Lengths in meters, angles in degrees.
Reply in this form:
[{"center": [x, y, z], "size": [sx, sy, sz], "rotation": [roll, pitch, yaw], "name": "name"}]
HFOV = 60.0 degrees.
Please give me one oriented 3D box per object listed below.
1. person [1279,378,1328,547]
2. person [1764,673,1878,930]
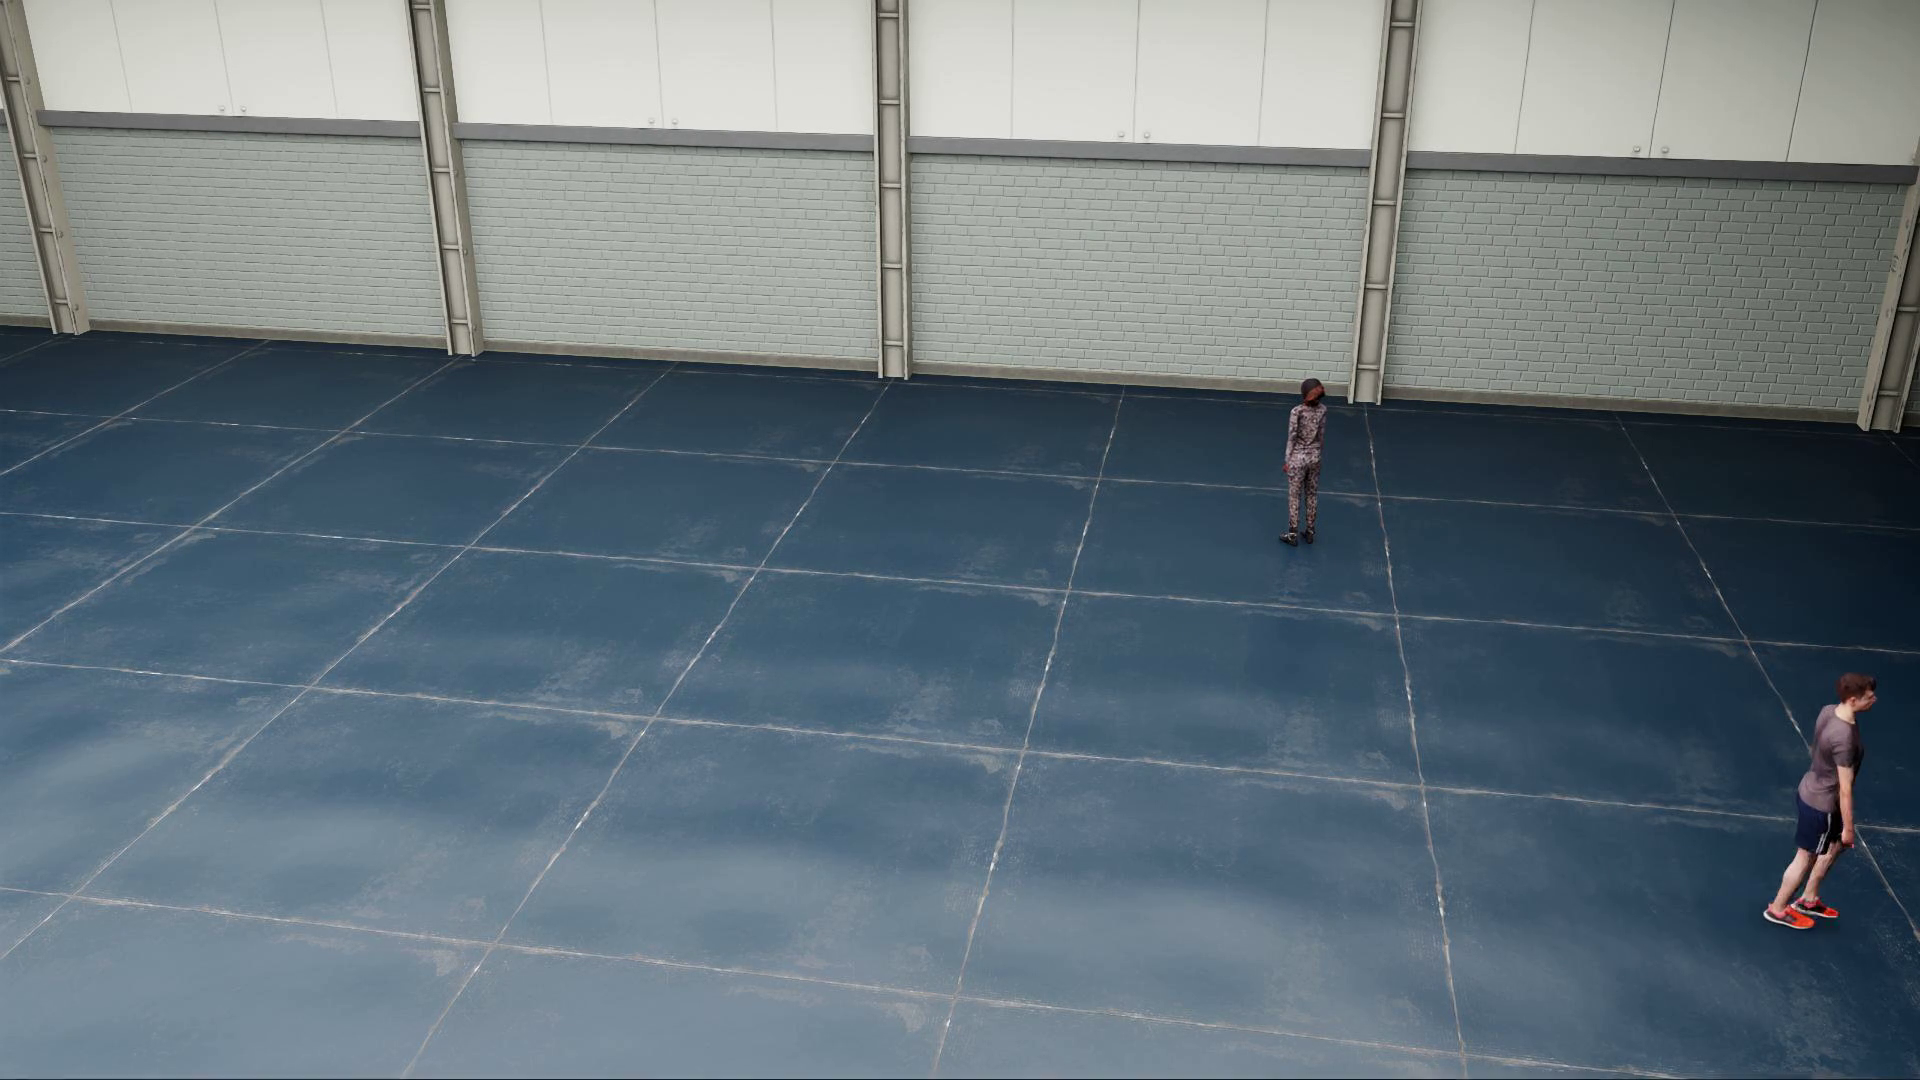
[{"center": [3.388, -0.775, 16.339], "size": [0.652, 1.714, 0.736], "rotation": [-9, 25, -20], "name": "person"}, {"center": [5.346, 1.645, 10.488], "size": [0.725, 1.841, 0.735], "rotation": [7, 24, 16], "name": "person"}]
